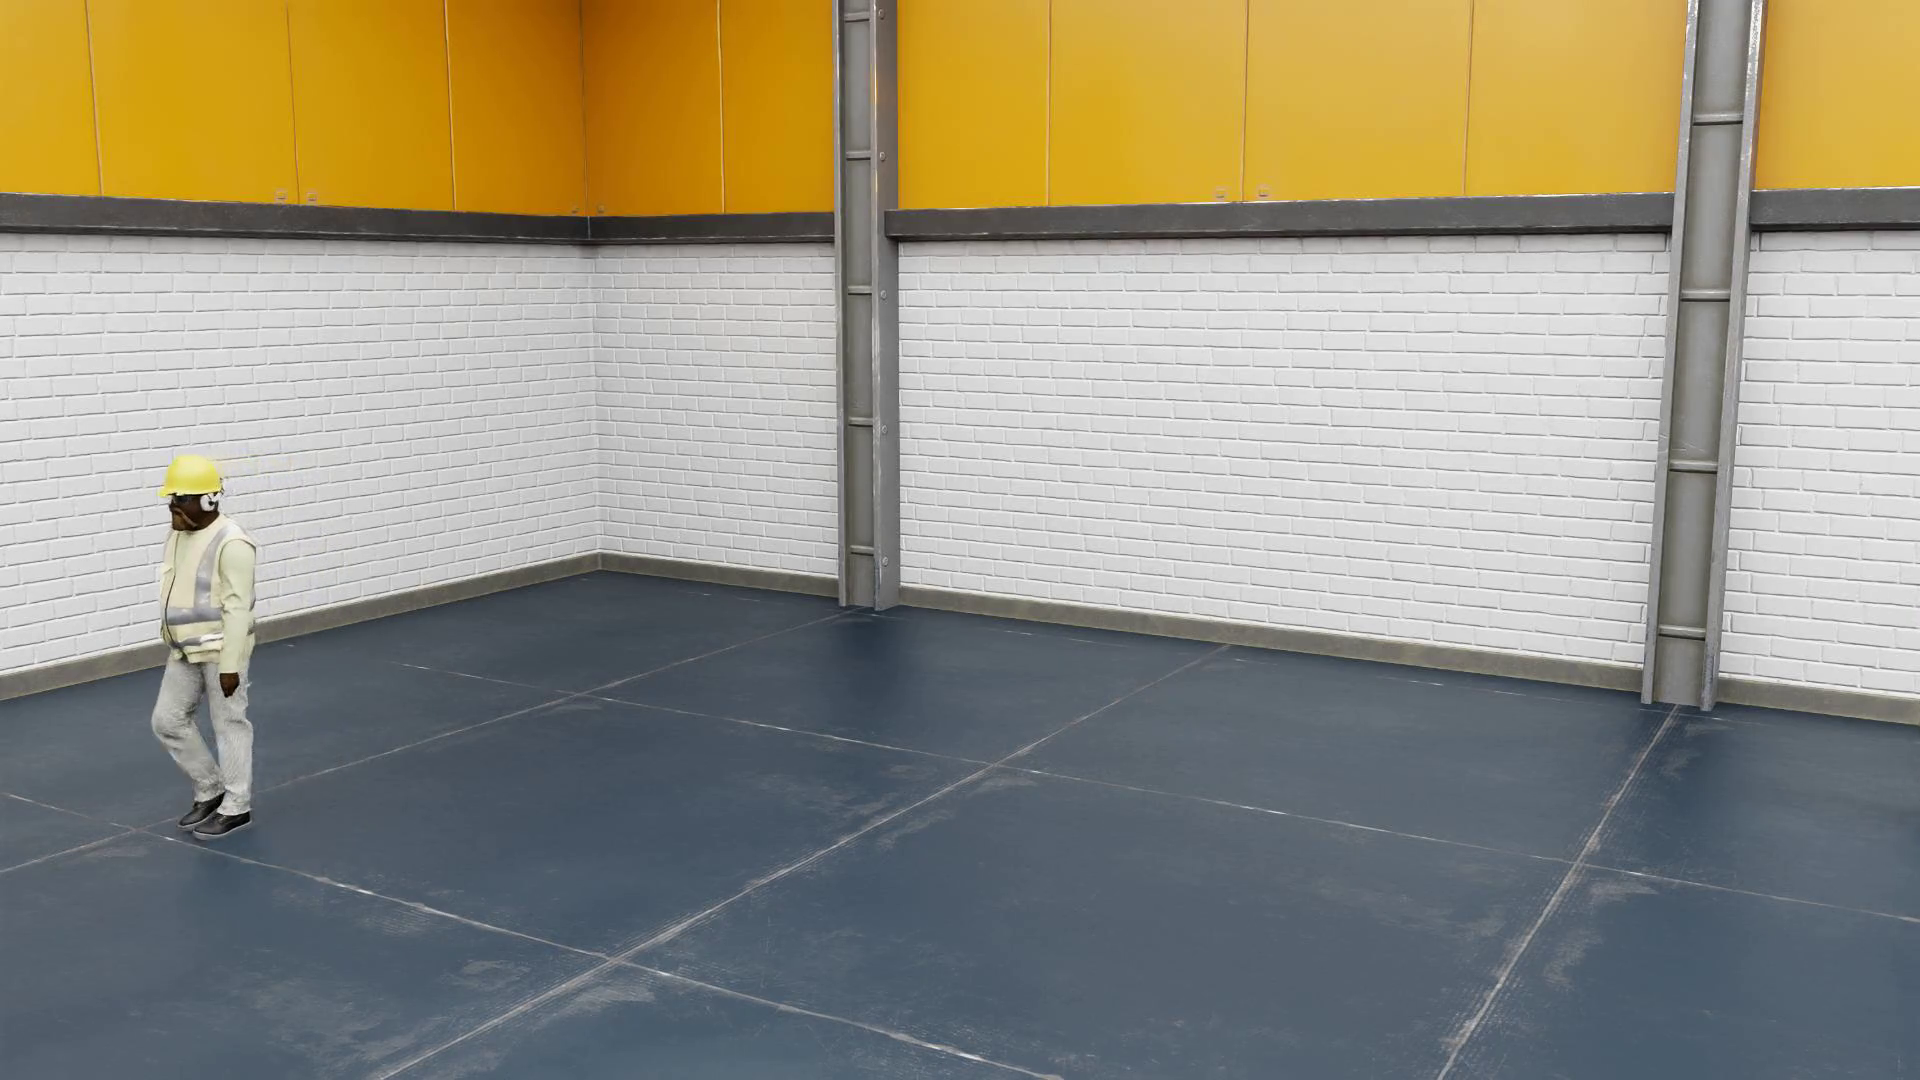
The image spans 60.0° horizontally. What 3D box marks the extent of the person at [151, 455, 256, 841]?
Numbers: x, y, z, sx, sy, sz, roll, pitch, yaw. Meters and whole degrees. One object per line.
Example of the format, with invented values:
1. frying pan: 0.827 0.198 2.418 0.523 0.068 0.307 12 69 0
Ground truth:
1. person: -3.515 0.508 7.740 0.625 1.817 0.457 6 11 34
